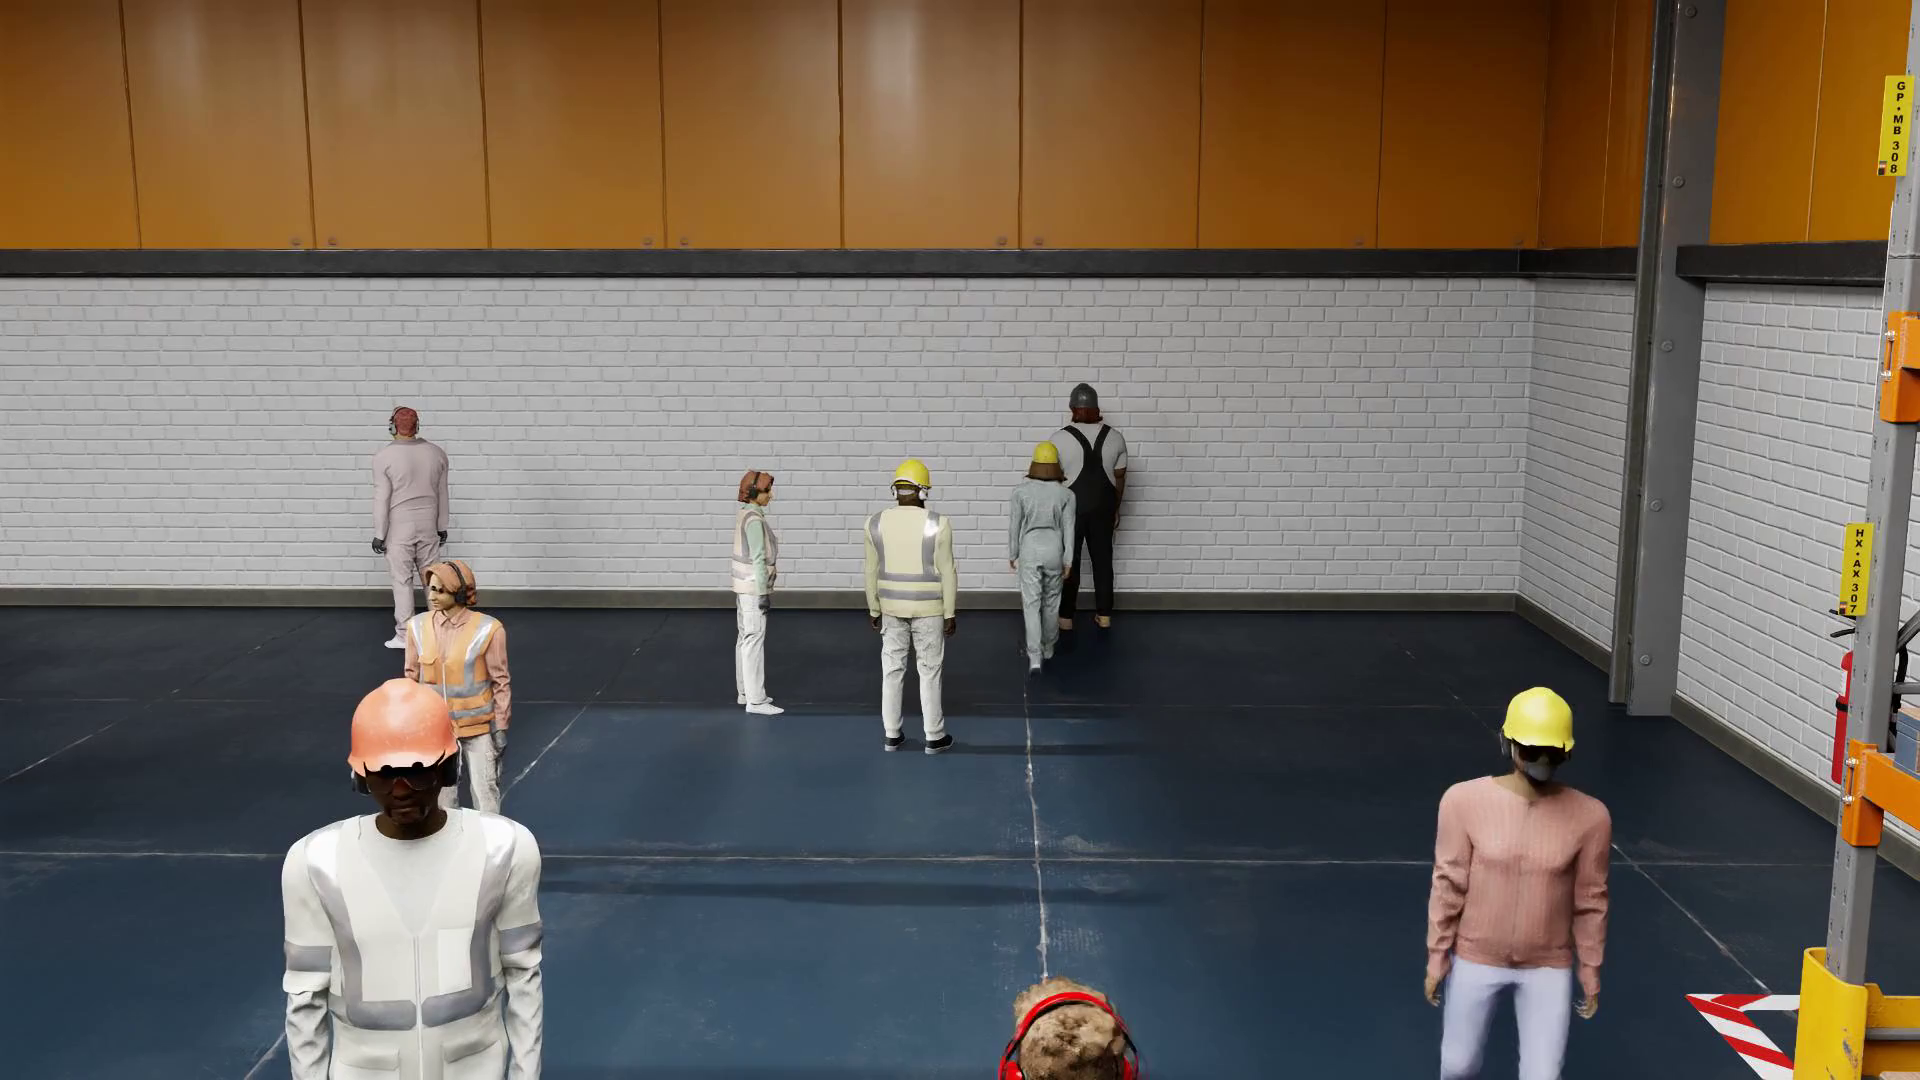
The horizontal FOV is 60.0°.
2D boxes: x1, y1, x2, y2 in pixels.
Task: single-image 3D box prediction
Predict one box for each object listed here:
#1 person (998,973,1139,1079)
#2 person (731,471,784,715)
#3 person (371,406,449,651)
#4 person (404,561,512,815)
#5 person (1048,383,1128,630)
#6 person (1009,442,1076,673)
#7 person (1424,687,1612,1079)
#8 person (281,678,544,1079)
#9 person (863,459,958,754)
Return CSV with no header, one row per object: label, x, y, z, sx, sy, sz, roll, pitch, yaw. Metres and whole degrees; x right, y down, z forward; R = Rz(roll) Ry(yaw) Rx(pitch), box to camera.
person,0.209,1.655,2.873,0.581,1.809,0.936,-2,10,-12
person,-1.377,0.350,11.180,0.312,1.638,0.512,-3,10,-17
person,-4.318,-0.093,13.034,0.407,1.906,0.655,8,12,40
person,-2.372,0.900,7.890,0.515,1.636,0.315,2,10,9
person,1.007,-0.282,13.764,0.683,2.000,0.538,-3,10,-15
person,0.615,0.117,12.387,0.491,1.706,0.887,0,9,-1
person,1.729,1.298,5.192,0.544,1.767,0.585,2,10,12
person,-1.313,1.334,4.073,0.608,2.044,0.371,-3,10,-19
person,-0.291,0.413,10.253,0.589,1.822,0.403,3,10,16
